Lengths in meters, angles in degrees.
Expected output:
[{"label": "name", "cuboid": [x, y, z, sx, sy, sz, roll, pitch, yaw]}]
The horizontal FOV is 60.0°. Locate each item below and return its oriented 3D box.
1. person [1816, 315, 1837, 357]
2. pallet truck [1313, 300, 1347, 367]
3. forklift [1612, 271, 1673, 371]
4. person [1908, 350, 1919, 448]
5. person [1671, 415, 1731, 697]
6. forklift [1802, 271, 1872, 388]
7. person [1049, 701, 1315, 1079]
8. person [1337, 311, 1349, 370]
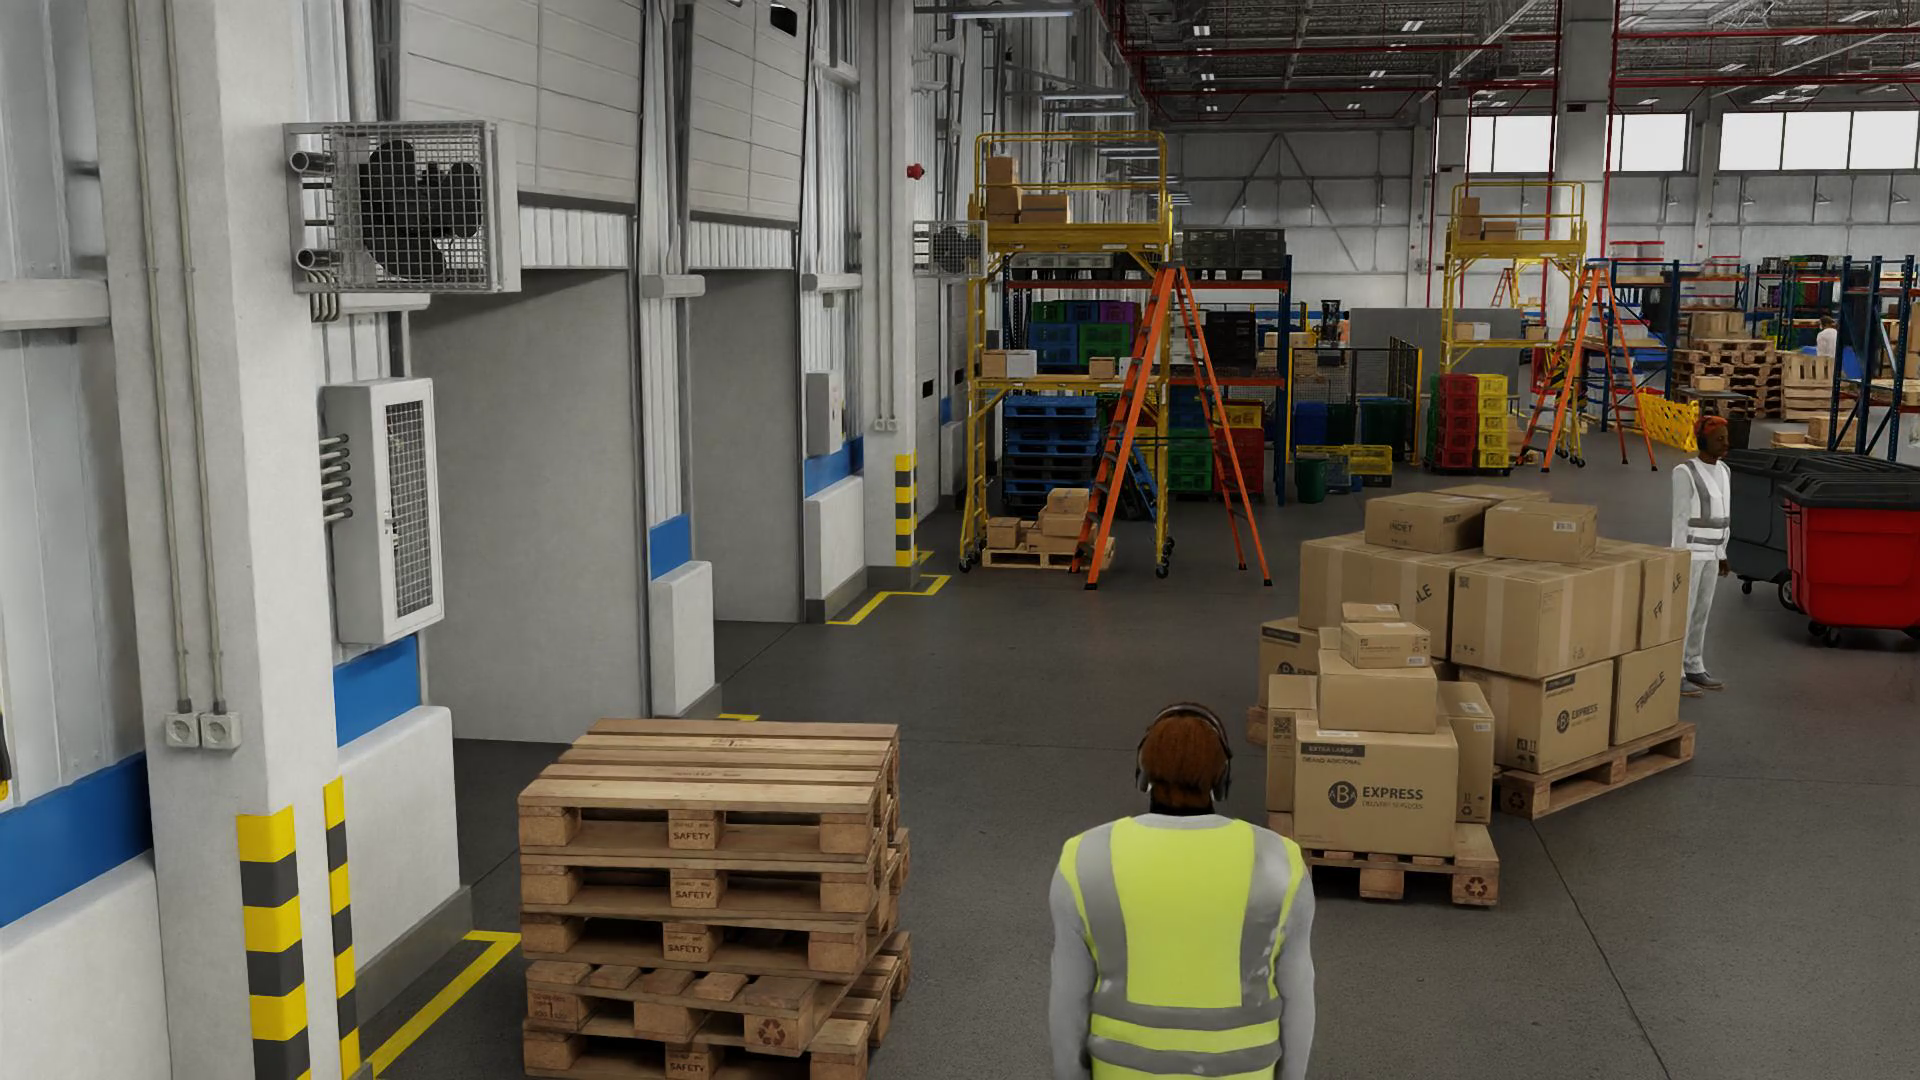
[{"label": "person", "cuboid": [17.666, -3.617, 33.990, 0.628, 1.935, 0.373, -6, 11, -35]}, {"label": "pallet truck", "cuboid": [11.159, -6.200, 49.718, 0.823, 1.965, 1.885, 4, 10, 26]}, {"label": "forklift", "cuboid": [19.589, -6.196, 46.982, 1.873, 2.768, 1.129, -3, 10, -19]}, {"label": "person", "cuboid": [15.508, -2.343, 26.747, 0.323, 1.736, 0.488, 4, 10, 25]}, {"label": "person", "cuboid": [4.987, 0.103, 11.198, 0.574, 1.883, 0.355, -7, 11, -37]}, {"label": "forklift", "cuboid": [20.554, -4.784, 38.272, 1.873, 2.768, 1.129, 1, 9, 9]}, {"label": "person", "cuboid": [0.527, 1.293, 3.988, 0.620, 1.845, 0.430, 1, 9, 7]}, {"label": "person", "cuboid": [11.079, -5.722, 47.691, 0.537, 1.700, 0.318, -1, 9, -8]}]
